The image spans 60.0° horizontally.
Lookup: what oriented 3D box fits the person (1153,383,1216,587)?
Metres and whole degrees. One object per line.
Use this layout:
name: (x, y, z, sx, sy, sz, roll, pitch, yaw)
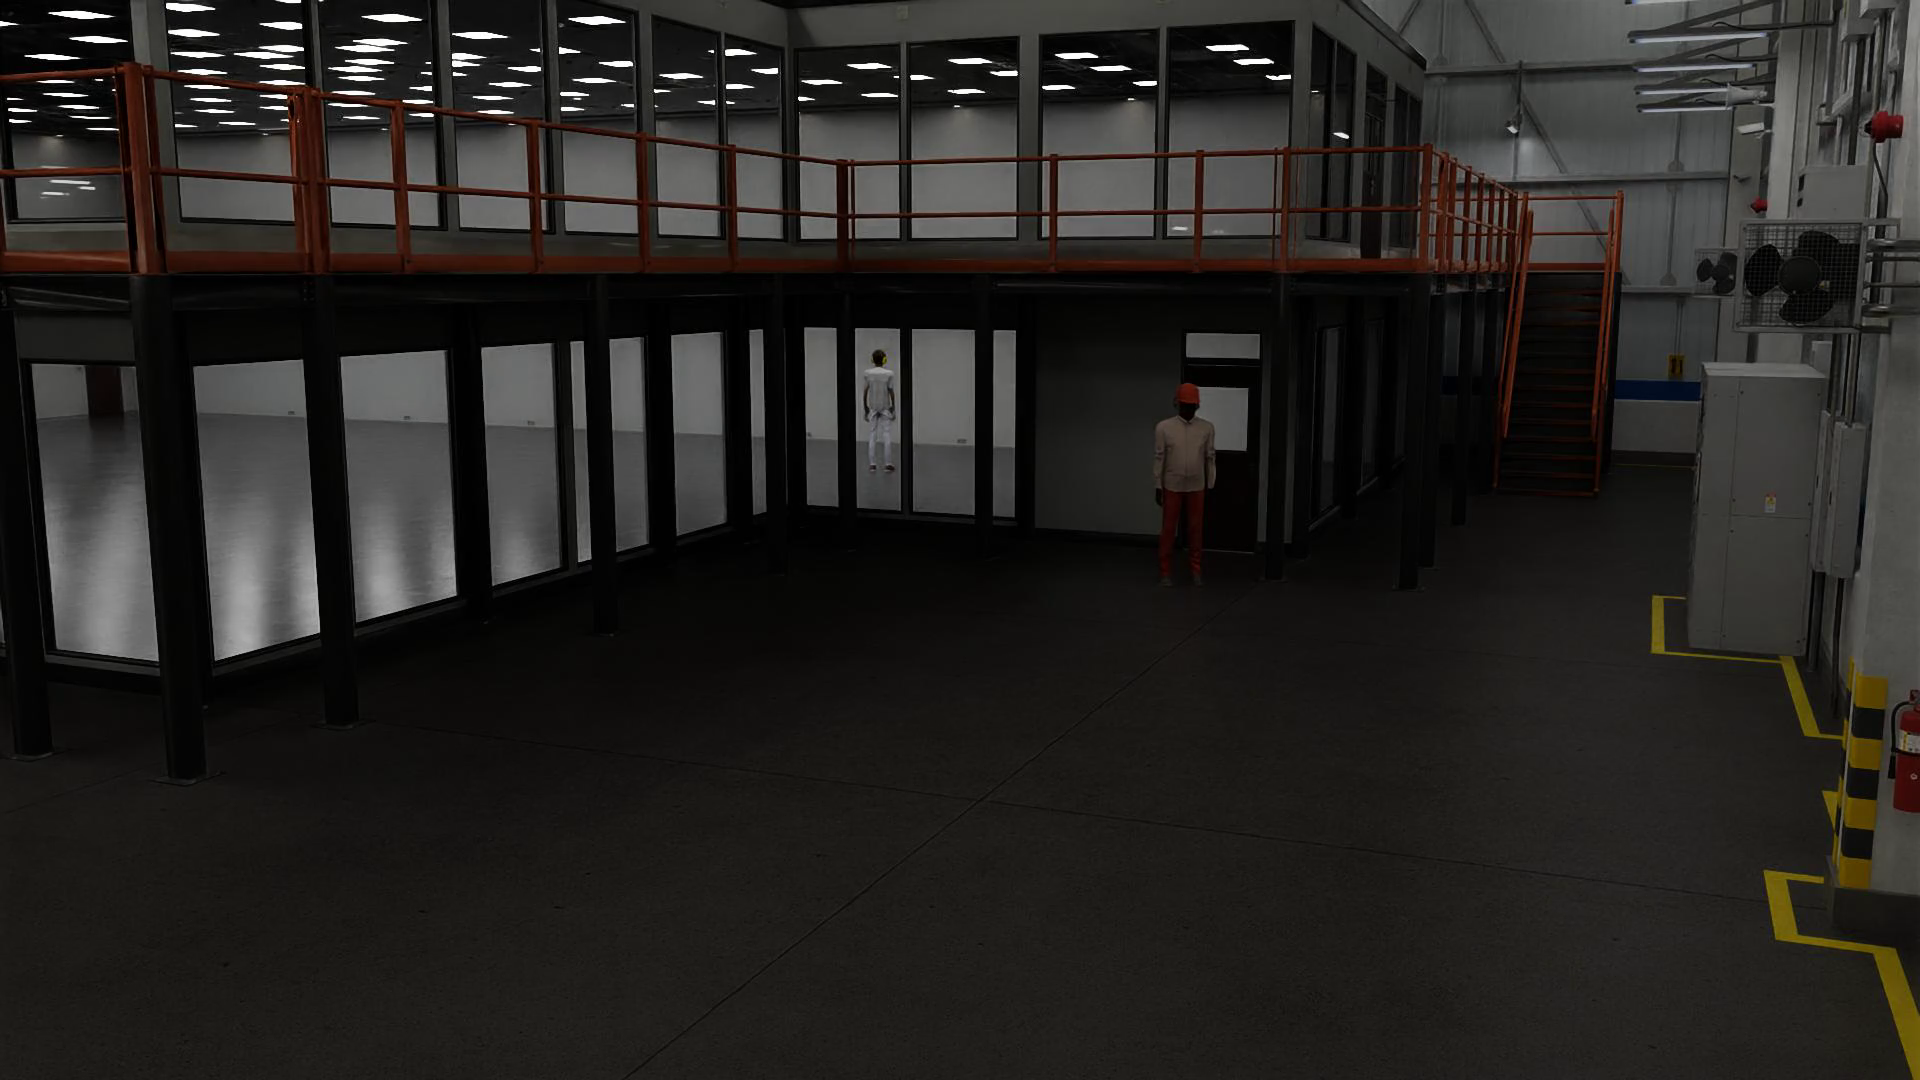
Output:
person: (2.172, -0.525, 16.071, 0.615, 1.988, 0.400, -1, 9, -6)
